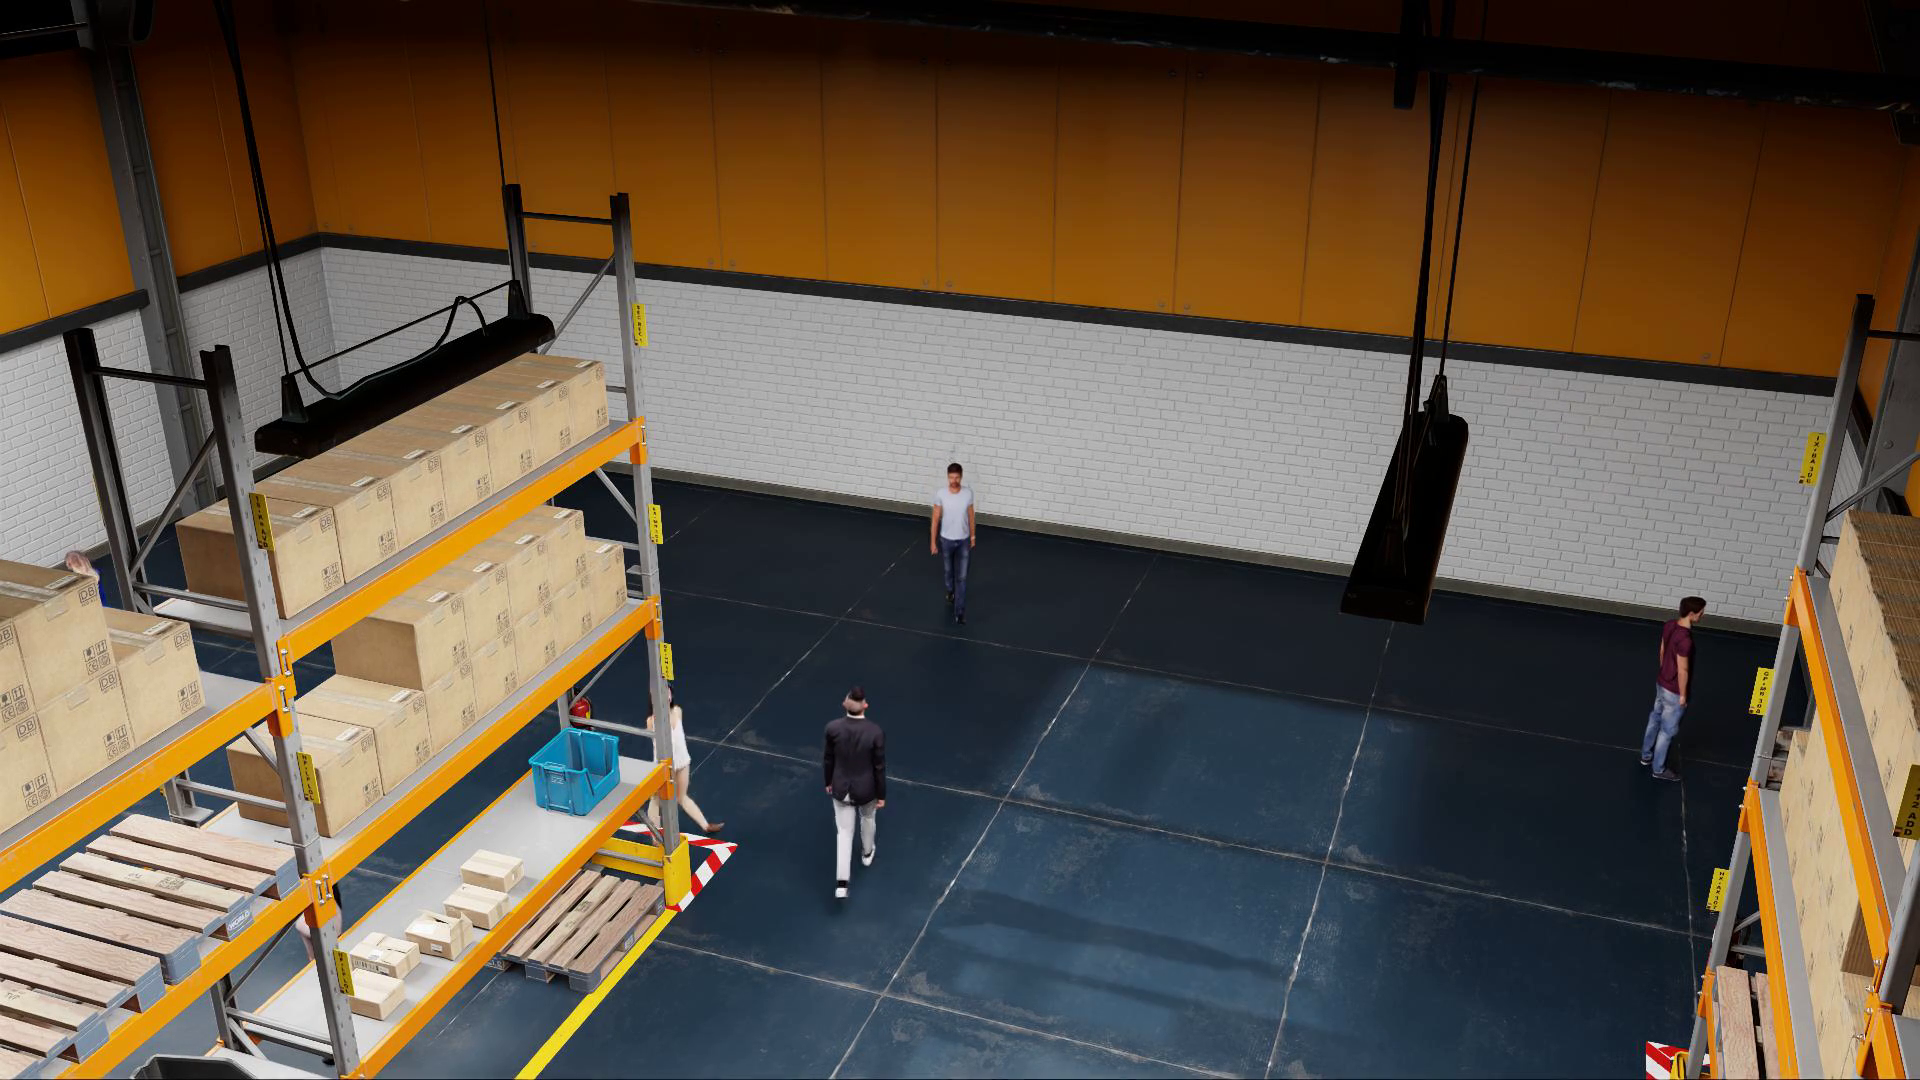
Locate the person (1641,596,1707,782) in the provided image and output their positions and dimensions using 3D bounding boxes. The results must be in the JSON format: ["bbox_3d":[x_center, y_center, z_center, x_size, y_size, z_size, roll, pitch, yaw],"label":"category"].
[{"bbox_3d":[6.773,1.374,15.797,0.786,1.847,0.620,0,24,0],"label":"person"}]

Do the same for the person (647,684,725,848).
[{"bbox_3d":[-2.627,1.955,14.723,0.865,1.642,0.768,-12,27,-26],"label":"person"}]

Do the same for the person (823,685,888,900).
[{"bbox_3d":[-0.905,2.130,13.989,0.922,1.909,1.324,2,24,5],"label":"person"}]

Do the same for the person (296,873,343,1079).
[{"bbox_3d":[-4.525,3.086,12.008,0.652,1.745,0.630,17,29,35],"label":"person"}]

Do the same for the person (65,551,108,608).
[{"bbox_3d":[-8.865,0.894,17.092,0.707,1.688,0.832,10,25,21],"label":"person"}]

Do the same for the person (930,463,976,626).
[{"bbox_3d":[-0.071,-0.018,19.017,0.967,1.819,1.283,0,24,-1],"label":"person"}]
